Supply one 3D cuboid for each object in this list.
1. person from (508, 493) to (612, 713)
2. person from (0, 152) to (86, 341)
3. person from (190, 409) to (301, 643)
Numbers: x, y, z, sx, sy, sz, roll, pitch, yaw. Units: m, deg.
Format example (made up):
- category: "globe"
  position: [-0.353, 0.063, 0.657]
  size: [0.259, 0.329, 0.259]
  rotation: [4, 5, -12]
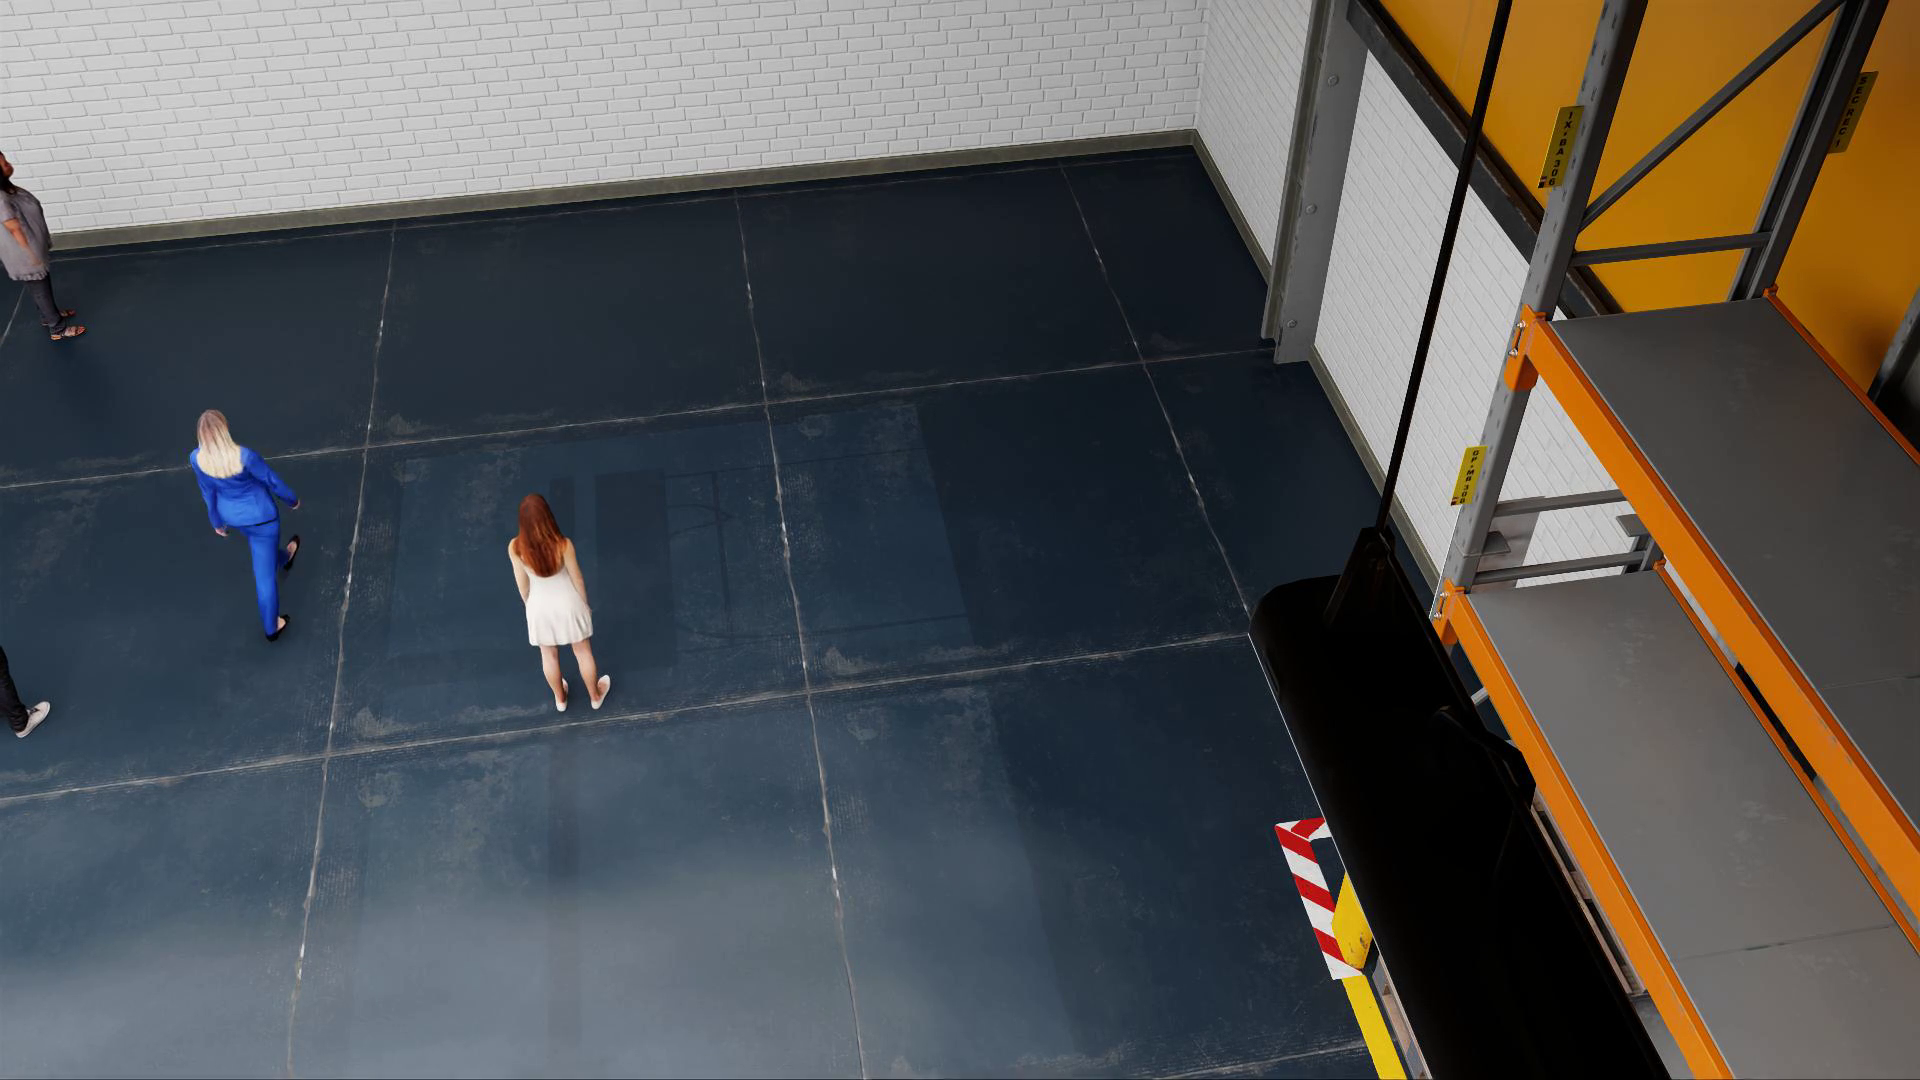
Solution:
- category: "person"
  position: [-2.452, 0.392, 10.084]
  size: [0.584, 1.711, 0.570]
  rotation: [-1, 44, -1]
- category: "person"
  position: [-7.341, -2.324, 13.008]
  size: [0.813, 1.610, 0.735]
  rotation: [-27, 50, -25]
- category: "person"
  position: [-4.542, -0.055, 10.589]
  size: [0.860, 1.662, 1.193]
  rotation: [5, 44, 5]
